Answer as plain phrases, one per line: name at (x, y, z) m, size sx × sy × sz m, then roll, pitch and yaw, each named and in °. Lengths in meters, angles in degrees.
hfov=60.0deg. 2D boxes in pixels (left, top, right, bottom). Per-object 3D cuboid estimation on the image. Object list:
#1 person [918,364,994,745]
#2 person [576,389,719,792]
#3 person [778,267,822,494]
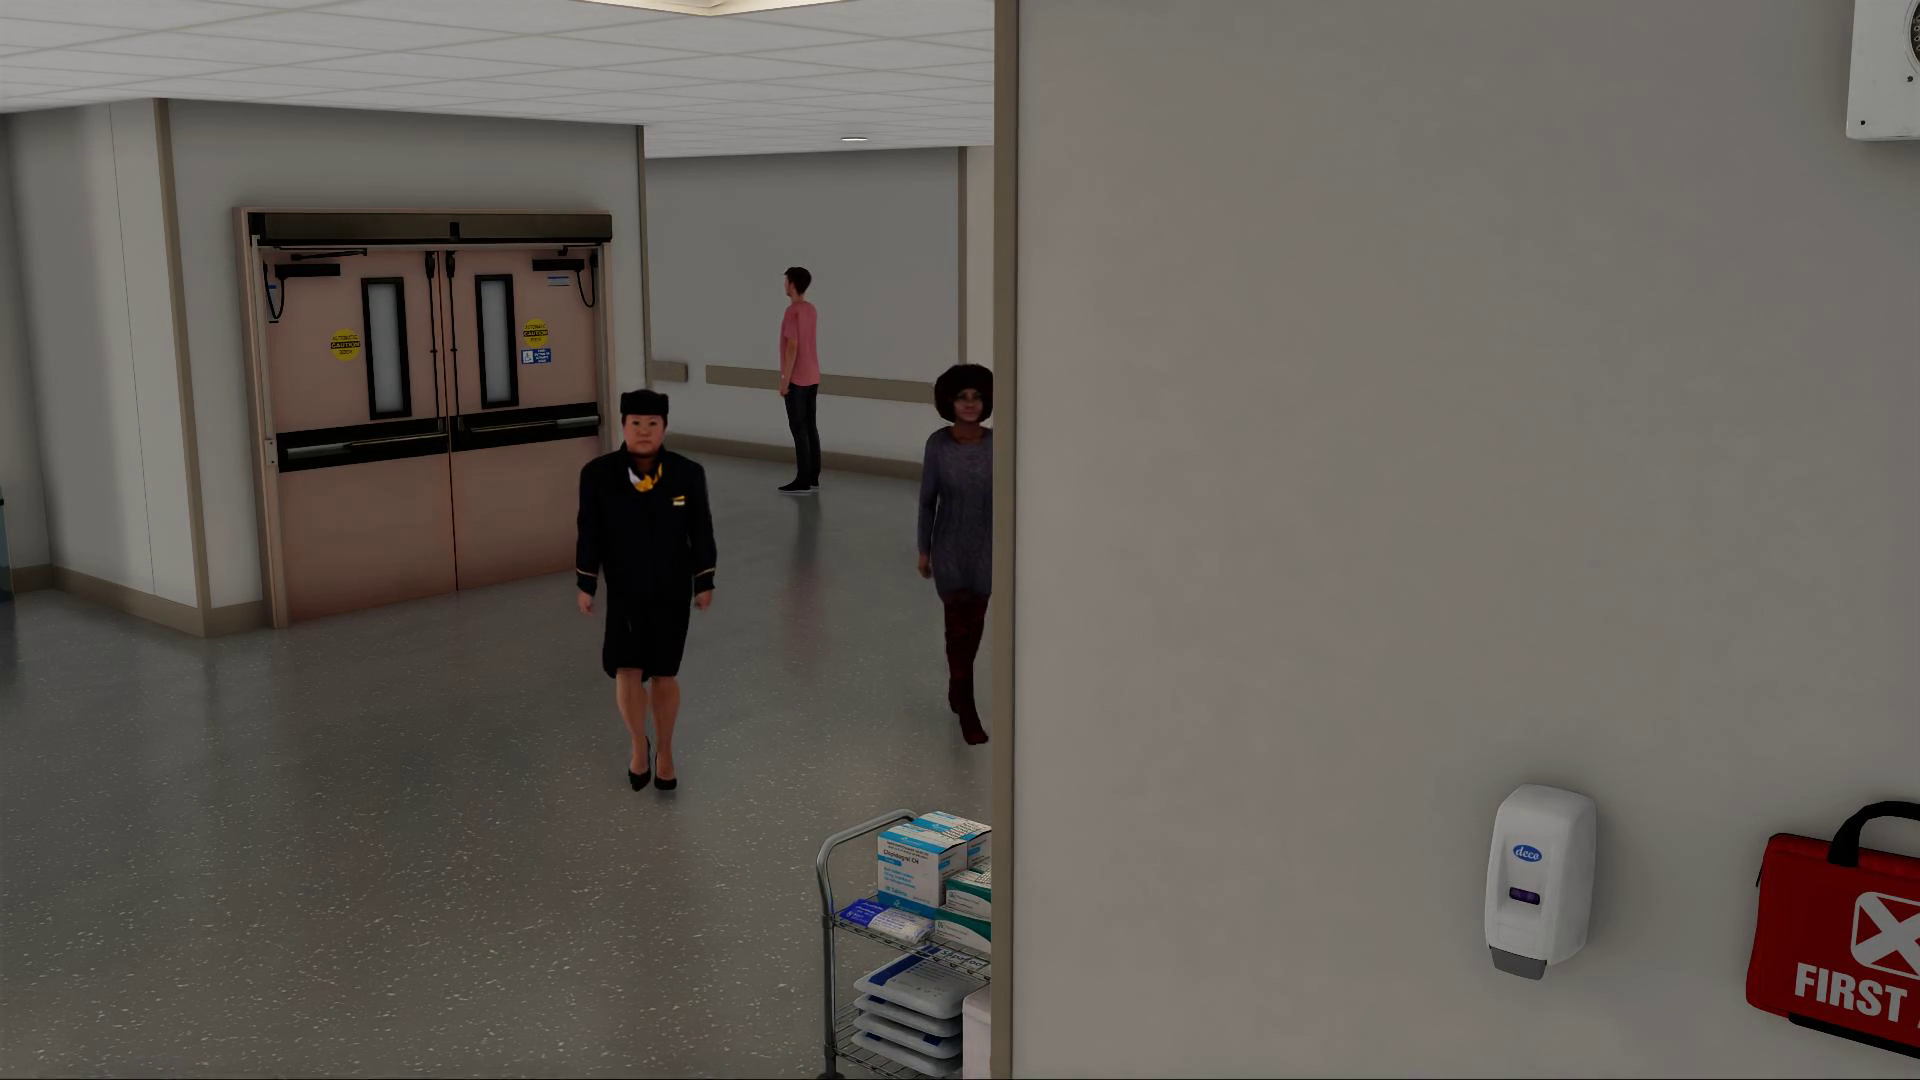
person at (0.024, 0.062, 7.618) m, size 1.082 × 1.665 × 1.076 m, roll -2°, pitch 11°, yaw -11°
person at (-1.279, 0.211, 6.843) m, size 0.830 × 1.661 × 0.909 m, roll -2°, pitch 11°, yaw -11°
person at (-1.390, -1.405, 14.563) m, size 0.761 × 1.958 × 0.614 m, roll 4°, pitch 11°, yaw 19°
